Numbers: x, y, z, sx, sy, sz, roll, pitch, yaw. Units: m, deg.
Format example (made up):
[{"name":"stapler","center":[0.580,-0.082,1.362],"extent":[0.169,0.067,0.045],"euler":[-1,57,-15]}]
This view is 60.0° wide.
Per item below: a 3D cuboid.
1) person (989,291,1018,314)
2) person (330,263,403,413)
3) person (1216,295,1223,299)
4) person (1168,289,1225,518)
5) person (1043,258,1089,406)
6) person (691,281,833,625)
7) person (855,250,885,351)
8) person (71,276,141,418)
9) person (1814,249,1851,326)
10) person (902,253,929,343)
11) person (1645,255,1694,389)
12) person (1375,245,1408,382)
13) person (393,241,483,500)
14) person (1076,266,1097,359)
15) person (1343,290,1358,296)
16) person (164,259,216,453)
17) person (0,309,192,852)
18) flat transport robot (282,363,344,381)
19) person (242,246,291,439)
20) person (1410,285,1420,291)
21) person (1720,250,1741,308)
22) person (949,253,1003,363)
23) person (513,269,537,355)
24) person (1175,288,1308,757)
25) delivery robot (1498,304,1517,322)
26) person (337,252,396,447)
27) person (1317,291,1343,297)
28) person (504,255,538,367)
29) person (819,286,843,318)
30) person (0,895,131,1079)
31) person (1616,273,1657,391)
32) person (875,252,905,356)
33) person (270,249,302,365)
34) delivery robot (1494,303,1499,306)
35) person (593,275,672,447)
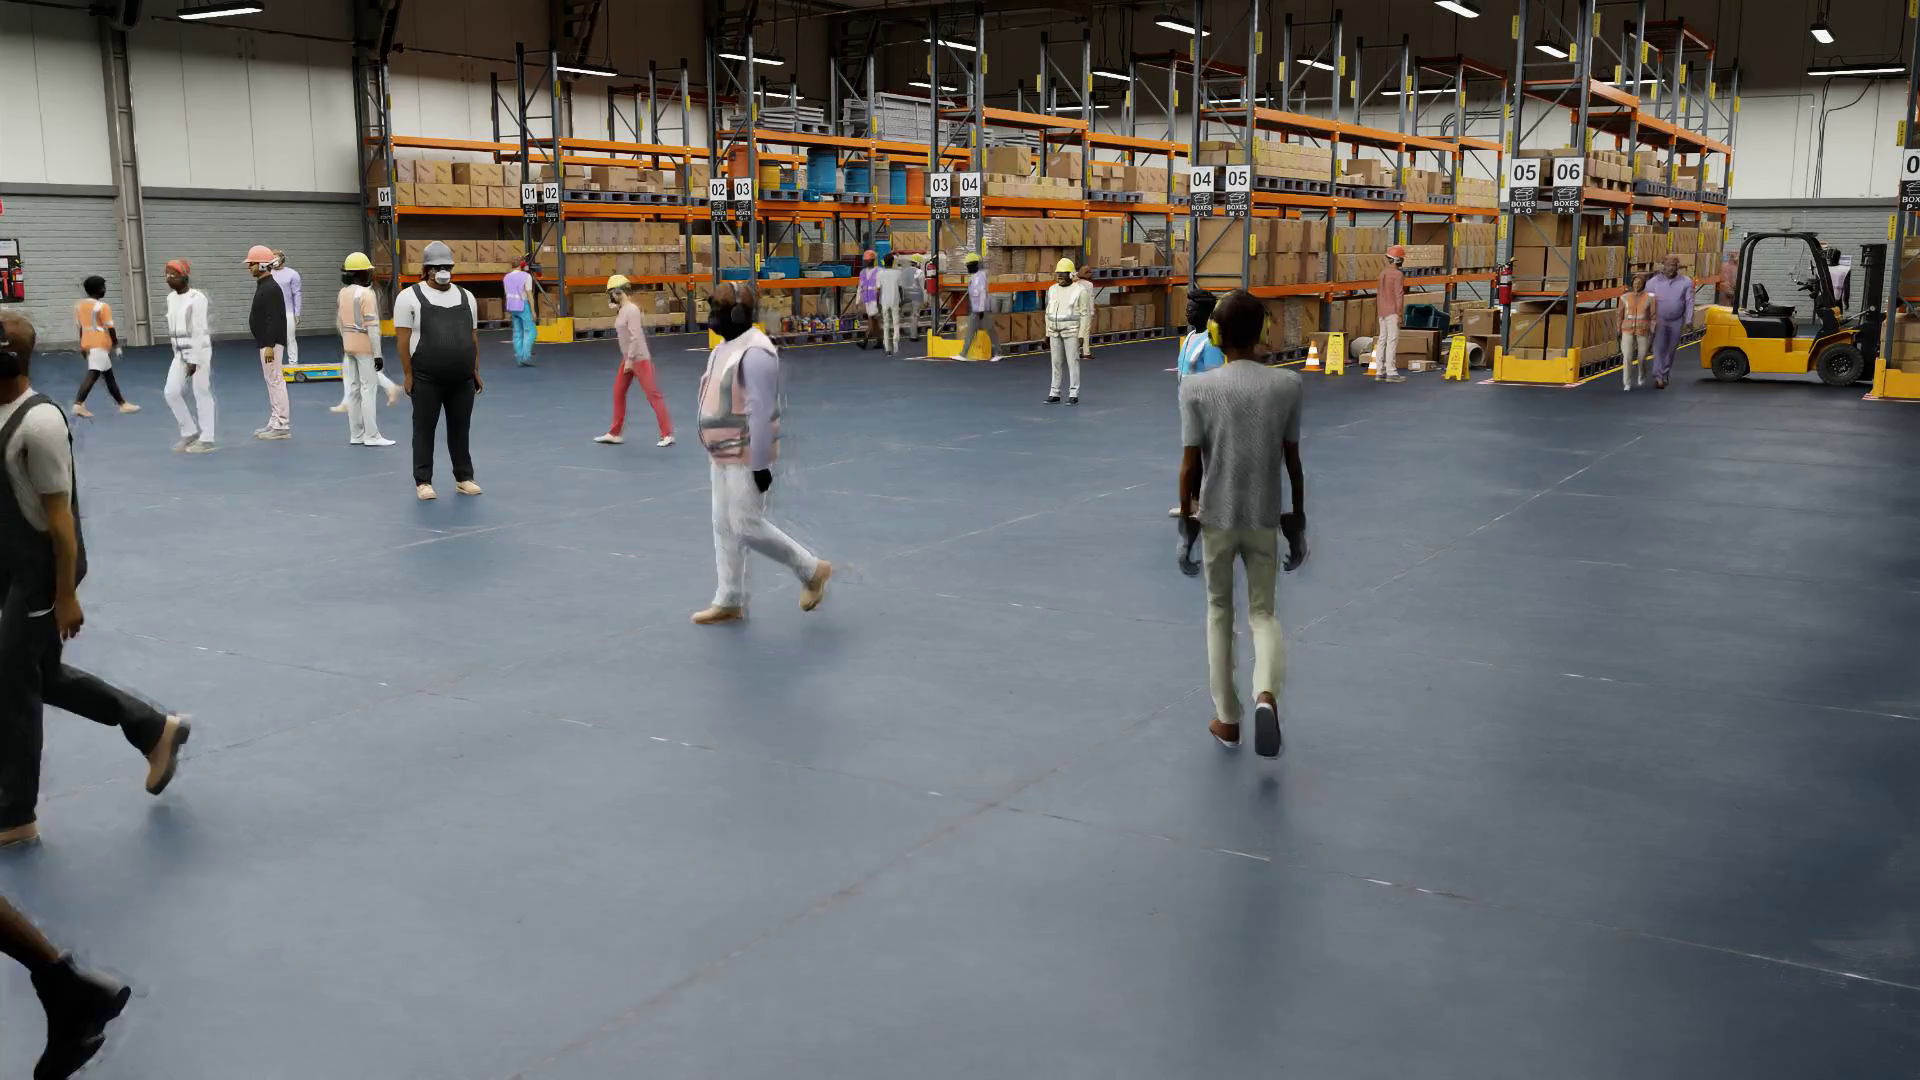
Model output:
[{"name":"person","center":[0.841,-4.816,32.994],"extent":[0.625,1.931,0.376],"euler":[1,10,3]},{"name":"person","center":[-7.204,-2.452,20.068],"extent":[0.807,1.814,0.623],"euler":[-5,11,-27]},{"name":"person","center":[5.438,-5.147,35.289],"extent":[0.522,1.769,0.311],"euler":[7,12,33]},{"name":"person","center":[1.741,-0.970,12.089],"extent":[0.319,1.696,0.532],"euler":[-3,10,-15]},{"name":"person","center":[1.307,-2.594,20.797],"extent":[0.588,1.835,0.403],"euler":[7,12,35]},{"name":"person","center":[-1.083,-0.451,8.823],"extent":[0.657,1.830,0.635],"euler":[-5,11,-24]},{"name":"person","center":[-1.733,-4.543,31.565],"extent":[0.572,1.879,0.992],"euler":[7,12,34]},{"name":"person","center":[-10.058,-2.255,19.416],"extent":[0.543,1.649,0.885],"euler":[7,12,34]},{"name":"person","center":[16.534,-4.550,31.545],"extent":[0.619,1.904,0.538],"euler":[7,12,34]},{"name":"person","center":[-0.848,-4.947,34.027],"extent":[0.627,1.811,0.662],"euler":[9,14,42]},{"name":"person","center":[9.981,-3.076,23.474],"extent":[0.633,1.867,0.978],"euler":[2,10,11]},{"name":"person","center":[6.344,-3.323,24.426],"extent":[0.389,1.996,0.612],"euler":[-3,10,-14]},{"name":"person","center":[-4.104,-1.350,13.253],"extent":[0.674,2.000,0.535],"euler":[-8,13,-39]},{"name":"person","center":[2.185,-3.986,29.159],"extent":[0.280,1.633,0.500],"euler":[-8,13,-37]},{"name":"person","center":[8.427,-5.270,36.366],"extent":[0.508,1.628,0.319],"euler":[1,10,8]},{"name":"person","center":[-7.428,-1.750,15.980],"extent":[0.574,1.864,0.499],"euler":[6,12,29]},{"name":"person","center":[-3.086,0.119,5.665],"extent":[0.515,1.824,0.805],"euler":[9,14,43]},{"name":"flat transport robot","center":[-9.465,-2.486,24.570],"extent":[1.431,0.197,0.652],"euler":[-6,12,-30]},{"name":"person","center":[-7.191,-2.048,17.288],"extent":[0.382,1.995,0.612],"euler":[-5,11,-27]},{"name":"person","center":[11.678,-6.577,42.863],"extent":[0.555,1.919,0.419],"euler":[-7,12,-35]},{"name":"person","center":[17.630,-5.718,38.208],"extent":[0.646,1.871,0.828],"euler":[-6,12,-32]},{"name":"person","center":[0.326,-3.943,28.287],"extent":[1.008,1.855,0.703],"euler":[-4,11,-23]},{"name":"person","center":[-7.943,-4.159,30.119],"extent":[0.500,1.636,0.285],"euler":[4,11,21]},{"name":"person","center":[1.106,-0.055,6.513],"extent":[0.524,1.851,0.626],"euler":[0,10,1]},{"name":"delivery robot","center":[13.104,-5.487,40.322],"extent":[0.707,0.478,0.477],"euler":[-1,10,-6]},{"name":"person","center":[-5.962,-1.895,16.614],"extent":[0.587,1.930,0.357],"euler":[8,13,39]},{"name":"person","center":[7.699,-5.119,34.763],"extent":[0.569,1.909,0.835],"euler":[5,11,24]},{"name":"person","center":[-7.146,-3.713,27.053],"extent":[0.624,1.837,0.439],"euler":[6,12,28]},{"name":"person","center":[-2.874,-5.310,36.682],"extent":[0.515,1.596,0.797],"euler":[4,11,22]},{"name":"person","center":[-2.451,0.414,3.758],"extent":[0.880,1.909,0.555],"euler":[-1,10,-8]},{"name":"person","center":[9.362,-2.881,23.016],"extent":[0.522,1.620,0.650],"euler":[5,11,24]},{"name":"person","center":[-1.248,-4.205,29.747],"extent":[0.521,1.856,0.471],"euler":[-1,10,-7]},{"name":"person","center":[-10.308,-3.437,25.230],"extent":[0.630,1.940,0.372],"euler":[-1,10,-7]},{"name":"delivery robot","center":[13.188,-5.588,40.887],"extent":[0.477,0.478,0.707],"euler":[-2,10,-12]},{"name":"person","center":[-3.255,-1.782,16.611],"extent":[0.715,1.709,0.570],"euler":[-6,12,-30]}]
